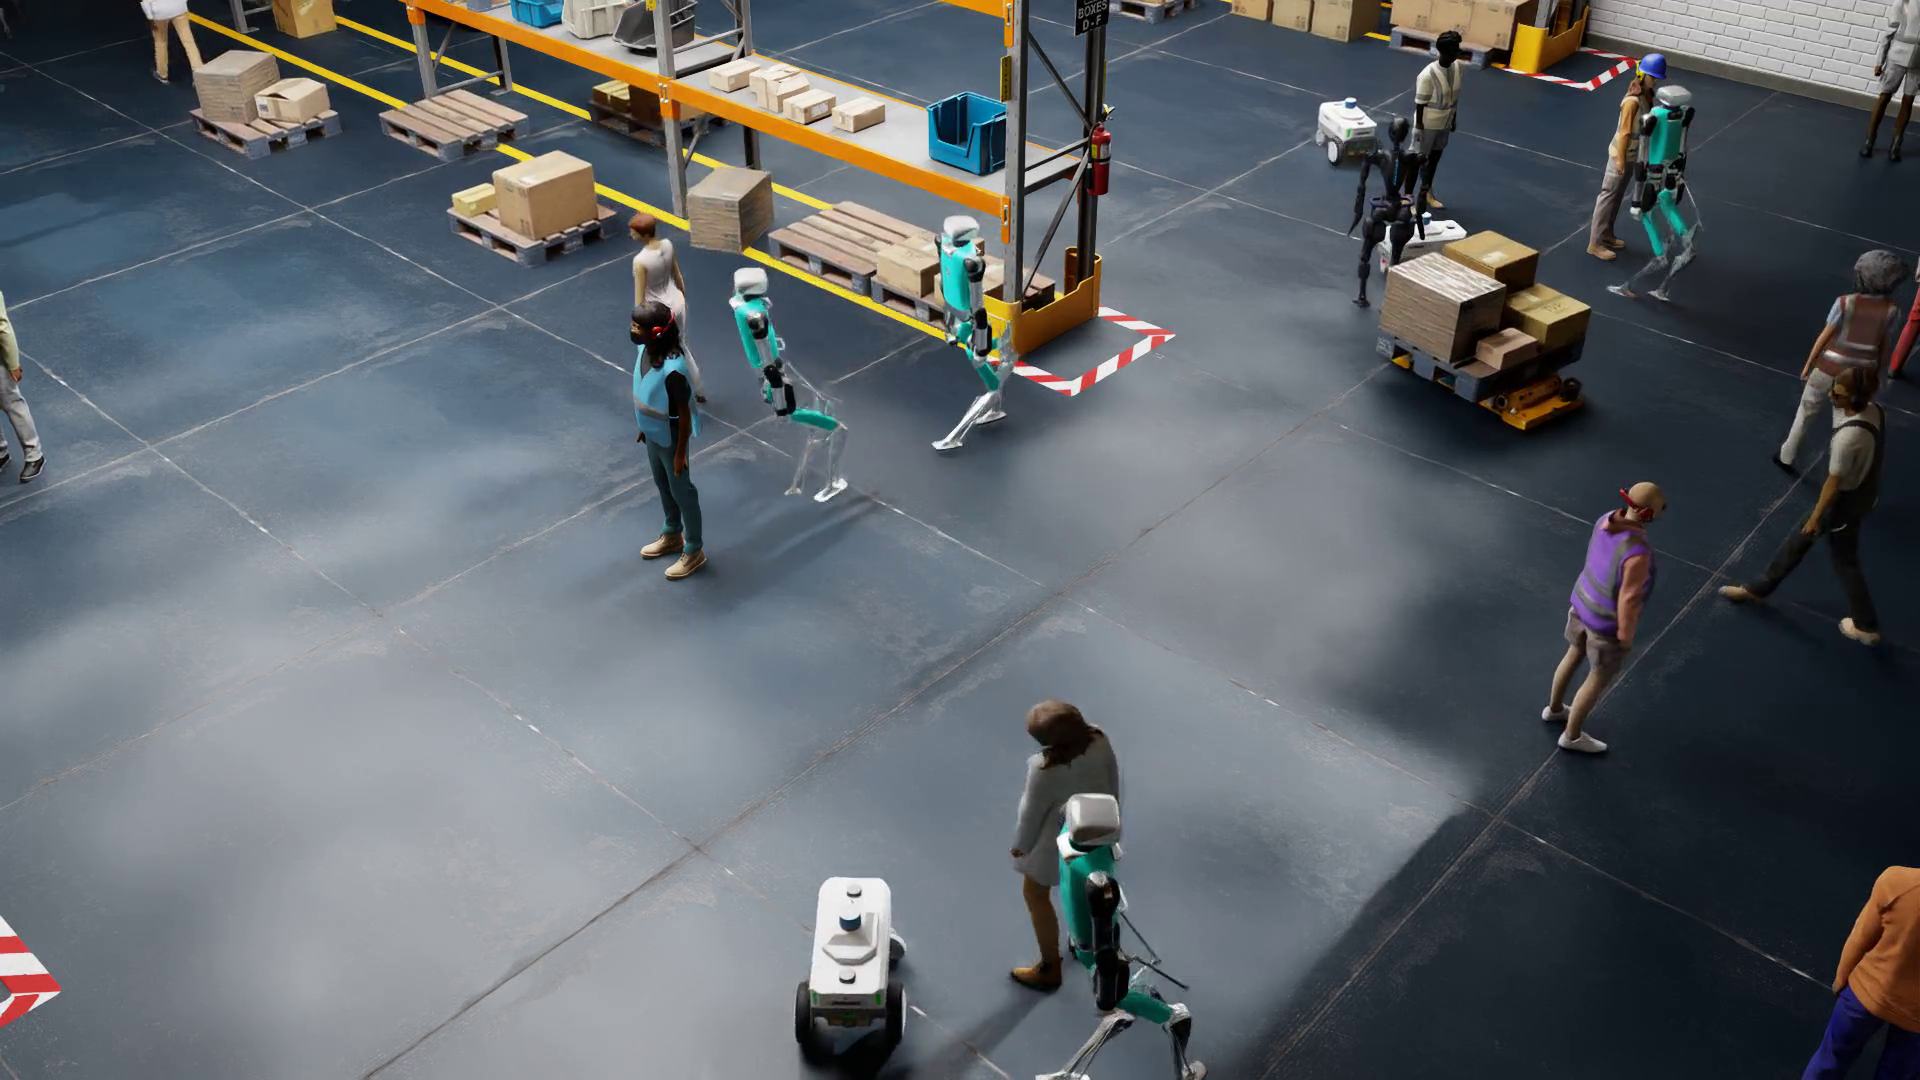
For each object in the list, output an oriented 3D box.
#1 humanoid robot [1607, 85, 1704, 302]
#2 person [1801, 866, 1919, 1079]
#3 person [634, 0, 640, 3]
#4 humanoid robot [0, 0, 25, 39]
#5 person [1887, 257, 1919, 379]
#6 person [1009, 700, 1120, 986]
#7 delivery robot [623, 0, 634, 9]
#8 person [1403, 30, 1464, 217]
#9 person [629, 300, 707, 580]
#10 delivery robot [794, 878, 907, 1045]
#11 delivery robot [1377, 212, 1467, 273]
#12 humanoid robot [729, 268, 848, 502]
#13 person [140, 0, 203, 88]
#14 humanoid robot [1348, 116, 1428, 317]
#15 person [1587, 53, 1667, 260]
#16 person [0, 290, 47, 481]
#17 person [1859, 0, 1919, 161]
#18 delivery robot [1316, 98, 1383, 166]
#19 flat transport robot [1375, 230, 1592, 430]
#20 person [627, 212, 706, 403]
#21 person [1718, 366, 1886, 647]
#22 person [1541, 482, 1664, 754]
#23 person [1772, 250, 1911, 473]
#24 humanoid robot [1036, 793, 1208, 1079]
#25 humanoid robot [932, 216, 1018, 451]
[{"bbox_3d":[5.776,-2.708,13.452,0.537,1.795,0.786,-17,38,-23],"label":"humanoid robot"},{"bbox_3d":[3.787,1.825,6.673,0.510,1.974,0.405,23,41,29],"label":"person"},{"bbox_3d":[-3.871,-6.575,19.048,0.605,1.737,0.513,28,44,35],"label":"person"},{"bbox_3d":[-11.319,-6.753,19.385,0.587,1.630,0.739,-17,38,-23],"label":"humanoid robot"},{"bbox_3d":[7.378,-1.968,12.353,0.520,1.758,0.346,28,44,35],"label":"person"},{"bbox_3d":[0.476,1.358,7.642,0.594,1.640,0.357,-17,38,-23],"label":"person"},{"bbox_3d":[-4.258,-6.574,20.099,0.812,0.614,0.499,14,37,20],"label":"delivery robot"},{"bbox_3d":[4.279,-3.763,15.011,0.533,1.691,0.319,-22,40,-29],"label":"person"},{"bbox_3d":[-1.819,-0.629,10.316,0.392,1.866,0.520,-24,41,-30],"label":"person"},{"bbox_3d":[-0.495,1.964,7.726,0.515,0.609,0.780,0,35,0],"label":"delivery robot"},{"bbox_3d":[3.956,-2.491,14.185,0.786,0.614,0.514,-6,35,-9],"label":"delivery robot"},{"bbox_3d":[-1.004,-0.991,10.972,0.940,1.766,0.534,-7,35,-11],"label":"humanoid robot"},{"bbox_3d":[-8.534,-5.717,17.821,0.854,1.715,0.575,27,43,34],"label":"person"},{"bbox_3d":[3.436,-2.572,13.298,0.606,1.645,0.383,2,35,3],"label":"humanoid robot"},{"bbox_3d":[5.734,-3.297,14.261,0.323,1.774,0.470,24,41,31],"label":"person"},{"bbox_3d":[-6.645,-1.234,11.233,0.591,1.824,0.403,3,35,4],"label":"person"},{"bbox_3d":[9.154,-4.628,16.064,0.547,1.924,0.387,13,37,18],"label":"person"},{"bbox_3d":[3.830,-4.048,16.426,0.499,0.597,0.779,-8,35,-12],"label":"delivery robot"},{"bbox_3d":[3.965,-1.295,12.686,0.659,0.231,1.431,-21,40,-28],"label":"flat transport robot"},{"bbox_3d":[-2.112,-1.619,11.957,0.321,1.632,0.512,16,38,22],"label":"person"},{"bbox_3d":[5.225,-0.227,9.817,0.935,1.780,0.559,21,40,28],"label":"person"},{"bbox_3d":[3.470,0.406,8.975,0.357,1.685,0.500,-3,35,-4],"label":"person"},{"bbox_3d":[5.974,-1.153,11.239,0.516,1.664,0.484,7,35,10],"label":"person"},{"bbox_3d":[0.797,1.750,7.047,0.904,1.830,0.547,-8,35,-11],"label":"humanoid robot"},{"bbox_3d":[0.162,-1.461,11.638,0.919,1.765,0.543,-18,39,-24],"label":"humanoid robot"}]
